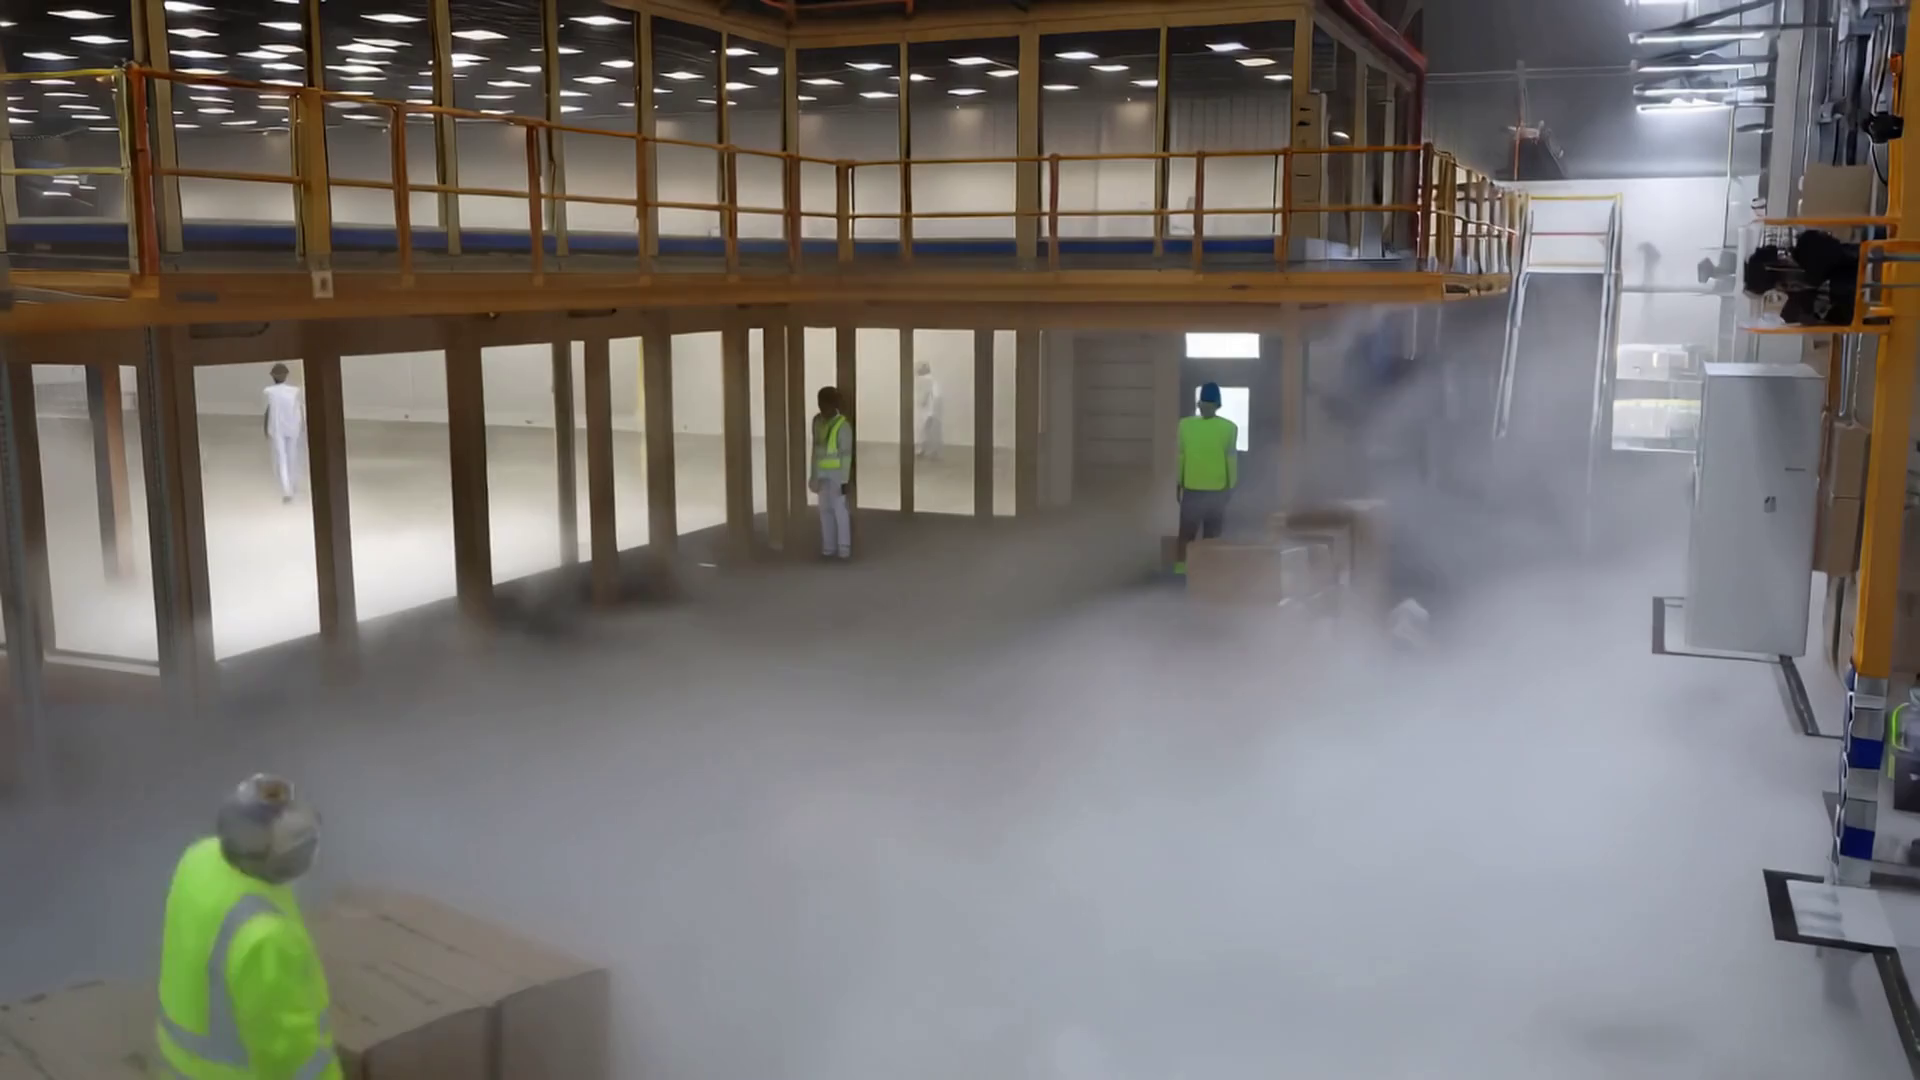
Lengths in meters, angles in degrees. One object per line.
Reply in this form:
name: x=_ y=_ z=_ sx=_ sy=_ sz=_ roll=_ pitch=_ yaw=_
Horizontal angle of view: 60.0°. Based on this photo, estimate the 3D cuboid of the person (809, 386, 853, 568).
person: x=-1.334 y=-0.648 z=17.171 sx=0.577 sy=1.877 sz=0.349 roll=9 pitch=13 yaw=43

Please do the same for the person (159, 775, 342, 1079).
person: x=-1.842 y=1.465 z=4.372 sx=0.432 sy=1.806 sz=0.687 roll=-9 pitch=13 yaw=-43

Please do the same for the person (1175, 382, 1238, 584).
person: x=2.403 y=-0.552 z=16.239 sx=0.612 sy=1.986 sz=0.406 roll=1 pitch=9 yaw=7
